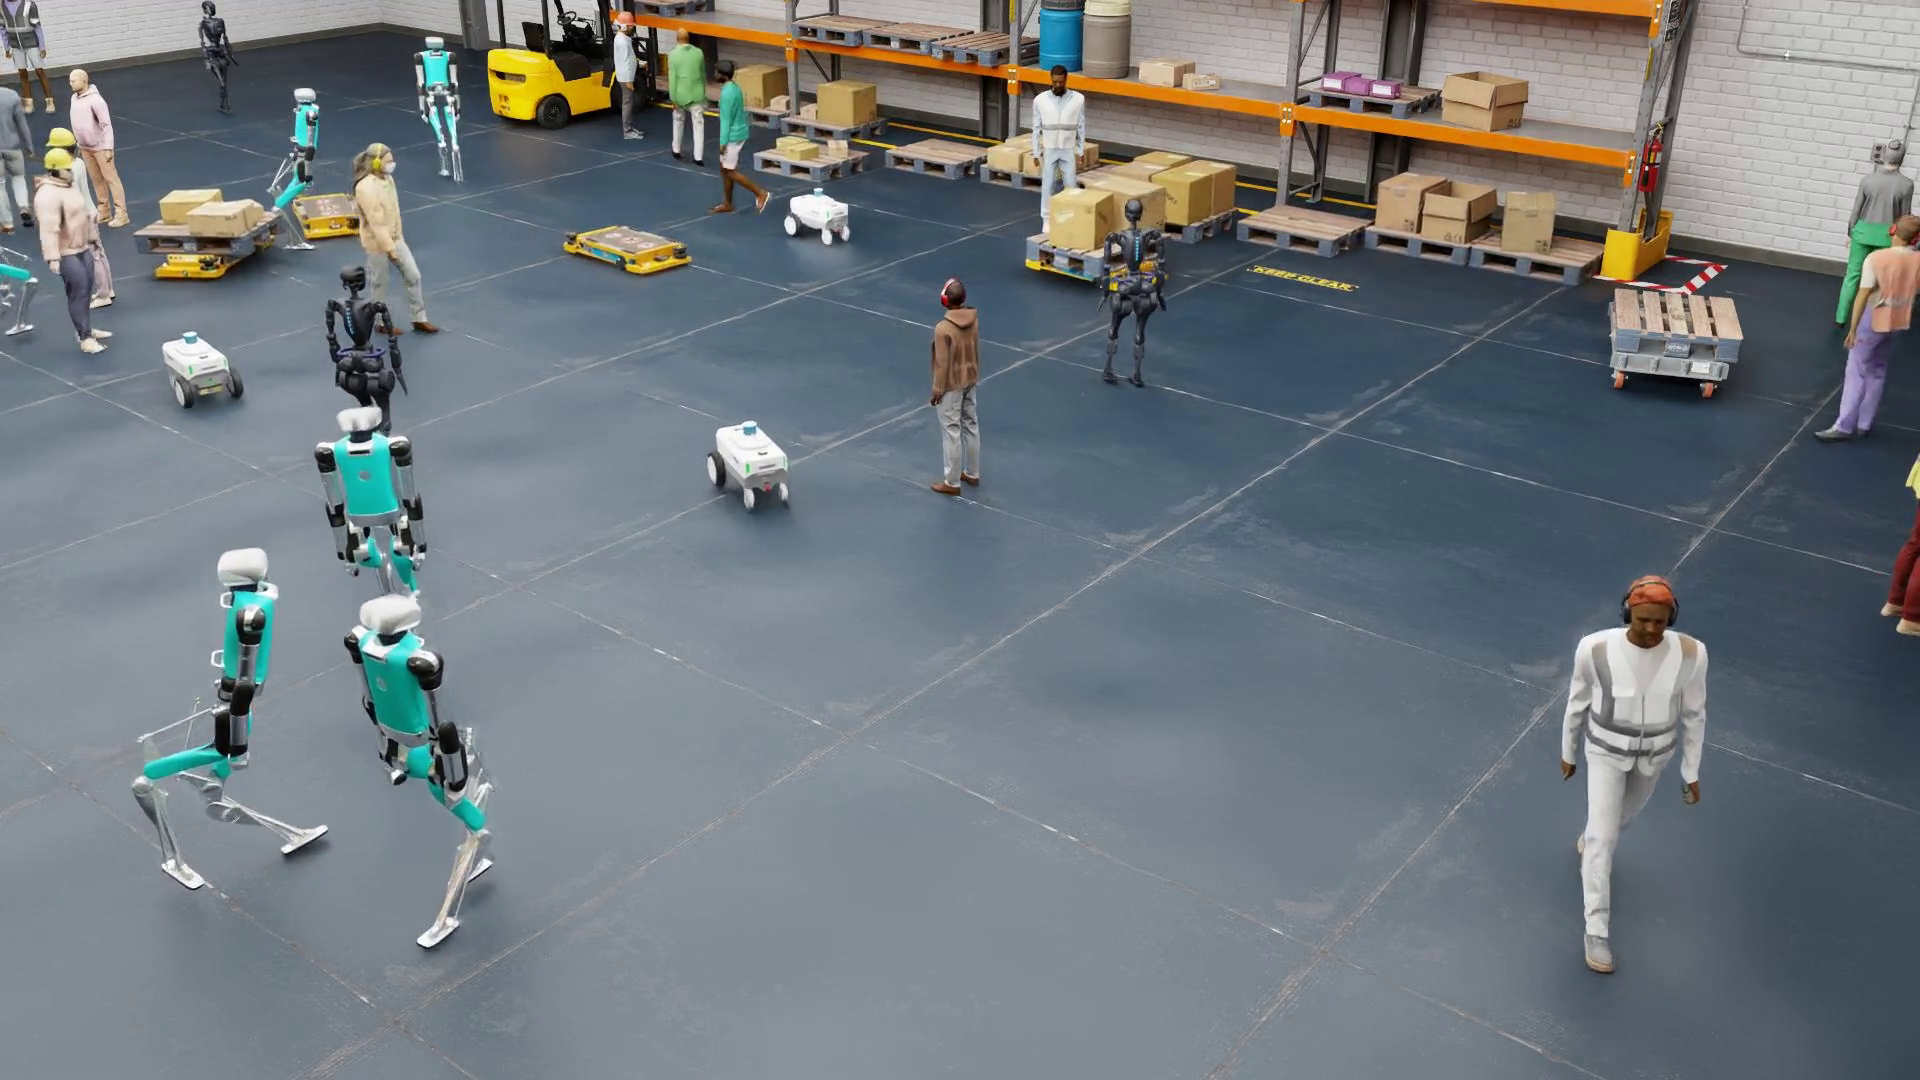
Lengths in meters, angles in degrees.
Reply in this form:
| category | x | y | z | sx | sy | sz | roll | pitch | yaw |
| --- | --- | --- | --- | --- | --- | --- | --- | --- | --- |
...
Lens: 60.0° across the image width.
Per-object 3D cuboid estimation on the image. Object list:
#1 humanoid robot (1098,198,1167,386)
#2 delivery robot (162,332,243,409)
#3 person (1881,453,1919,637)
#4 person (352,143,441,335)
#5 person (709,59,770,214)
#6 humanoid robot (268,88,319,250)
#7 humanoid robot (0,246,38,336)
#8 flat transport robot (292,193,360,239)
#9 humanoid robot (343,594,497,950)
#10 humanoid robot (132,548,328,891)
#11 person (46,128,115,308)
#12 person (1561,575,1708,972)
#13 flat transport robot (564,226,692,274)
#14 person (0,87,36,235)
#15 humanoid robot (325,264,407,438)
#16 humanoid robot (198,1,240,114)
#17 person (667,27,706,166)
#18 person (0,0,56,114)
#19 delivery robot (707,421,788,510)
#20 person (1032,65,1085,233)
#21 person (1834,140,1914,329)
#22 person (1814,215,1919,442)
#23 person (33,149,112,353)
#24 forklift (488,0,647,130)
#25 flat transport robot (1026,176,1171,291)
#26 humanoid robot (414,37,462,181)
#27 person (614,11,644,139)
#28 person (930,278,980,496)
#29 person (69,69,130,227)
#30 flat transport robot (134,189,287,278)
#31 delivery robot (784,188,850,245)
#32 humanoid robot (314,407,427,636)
| category | x | y | z | sx | sy | sz | roll | pitch | yaw |
| --- | --- | --- | --- | --- | --- | --- | --- | --- | --- |
| humanoid robot | 1.493 | -2.155 | 14.407 | 0.608 | 1.647 | 0.392 | -5 | 26 | -9 |
| delivery robot | -6.566 | -1.484 | 14.321 | 0.499 | 0.601 | 0.803 | -21 | 33 | -36 |
| person | 6.105 | -0.248 | 10.355 | 0.359 | 1.769 | 0.475 | 3 | 26 | 6 |
| person | -5.279 | -2.767 | 15.487 | 0.748 | 1.839 | 0.541 | 9 | 27 | 17 |
| person | -2.646 | -4.725 | 19.572 | 0.683 | 1.825 | 0.505 | 0 | 26 | 0 |
| humanoid robot | -7.327 | -3.985 | 18.174 | 0.804 | 1.799 | 0.550 | -16 | 30 | -29 |
| humanoid robot | -8.962 | -2.666 | 15.432 | 0.812 | 1.794 | 0.531 | -18 | 31 | -32 |
| flat transport robot | -7.389 | -3.801 | 19.442 | 0.659 | 0.231 | 1.431 | -12 | 28 | -23 |
| humanoid robot | -2.423 | 0.992 | 7.814 | 0.542 | 1.745 | 0.924 | 14 | 29 | 27 |
| humanoid robot | -3.695 | 0.922 | 8.028 | 0.987 | 1.740 | 0.574 | -9 | 27 | -18 |
| person | -8.692 | -3.179 | 16.433 | 0.311 | 1.768 | 0.524 | -6 | 27 | -13 |
| person | 3.096 | 0.983 | 7.731 | 0.591 | 1.844 | 0.962 | 2 | 26 | 5 |
| flat transport robot | -3.640 | -3.178 | 18.152 | 1.431 | 0.231 | 0.659 | 22 | 33 | 38 |
| person | -10.867 | -4.411 | 18.811 | 0.706 | 1.918 | 0.496 | -18 | 31 | -32 |
| humanoid robot | -4.549 | -1.279 | 12.635 | 0.590 | 1.633 | 0.696 | 3 | 26 | 6 |
| humanoid robot | -11.097 | -7.239 | 24.954 | 0.554 | 1.643 | 0.601 | 9 | 27 | 18 |
| person | -3.645 | -5.911 | 22.098 | 0.526 | 1.746 | 0.868 | -10 | 27 | -20 |
| person | -14.013 | -7.404 | 24.886 | 0.600 | 2.034 | 0.413 | -3 | 26 | -7 |
| delivery robot | -1.567 | -0.602 | 12.481 | 0.499 | 0.589 | 0.784 | -12 | 28 | -24 |
| person | 1.111 | -4.419 | 18.847 | 0.596 | 1.906 | 0.402 | -1 | 26 | -2 |
| person | 8.658 | -2.873 | 15.717 | 0.513 | 1.838 | 0.340 | 16 | 30 | 30 |
| person | 7.285 | -1.673 | 13.270 | 0.750 | 1.805 | 0.404 | -7 | 27 | -14 |
| person | -8.159 | -2.655 | 15.255 | 0.474 | 1.849 | 0.884 | -1 | 26 | -1 |
| forklift | -5.874 | -7.334 | 24.552 | 1.214 | 2.155 | 2.313 | 19 | 32 | 34 |
| flat transport robot | 1.444 | -2.895 | 17.565 | 1.431 | 0.231 | 0.659 | 23 | 34 | 39 |
| humanoid robot | -6.552 | -5.380 | 21.159 | 0.570 | 1.903 | 0.765 | -12 | 28 | -24 |
| person | -4.669 | -6.541 | 23.425 | 0.351 | 1.739 | 0.571 | -6 | 26 | -12 |
| person | -0.021 | -1.126 | 12.307 | 0.310 | 1.650 | 0.471 | 21 | 33 | 37 |
| person | -9.962 | -4.525 | 19.199 | 0.535 | 1.783 | 0.399 | 11 | 28 | 22 |
| flat transport robot | -8.086 | -3.137 | 18.066 | 0.659 | 0.231 | 1.431 | 2 | 26 | 4 |
| delivery robot | -1.616 | -3.686 | 18.897 | 0.499 | 0.613 | 0.803 | -23 | 34 | -39 |
| humanoid robot | -3.472 | -0.080 | 10.074 | 0.538 | 1.790 | 0.925 | -5 | 26 | -10 |
